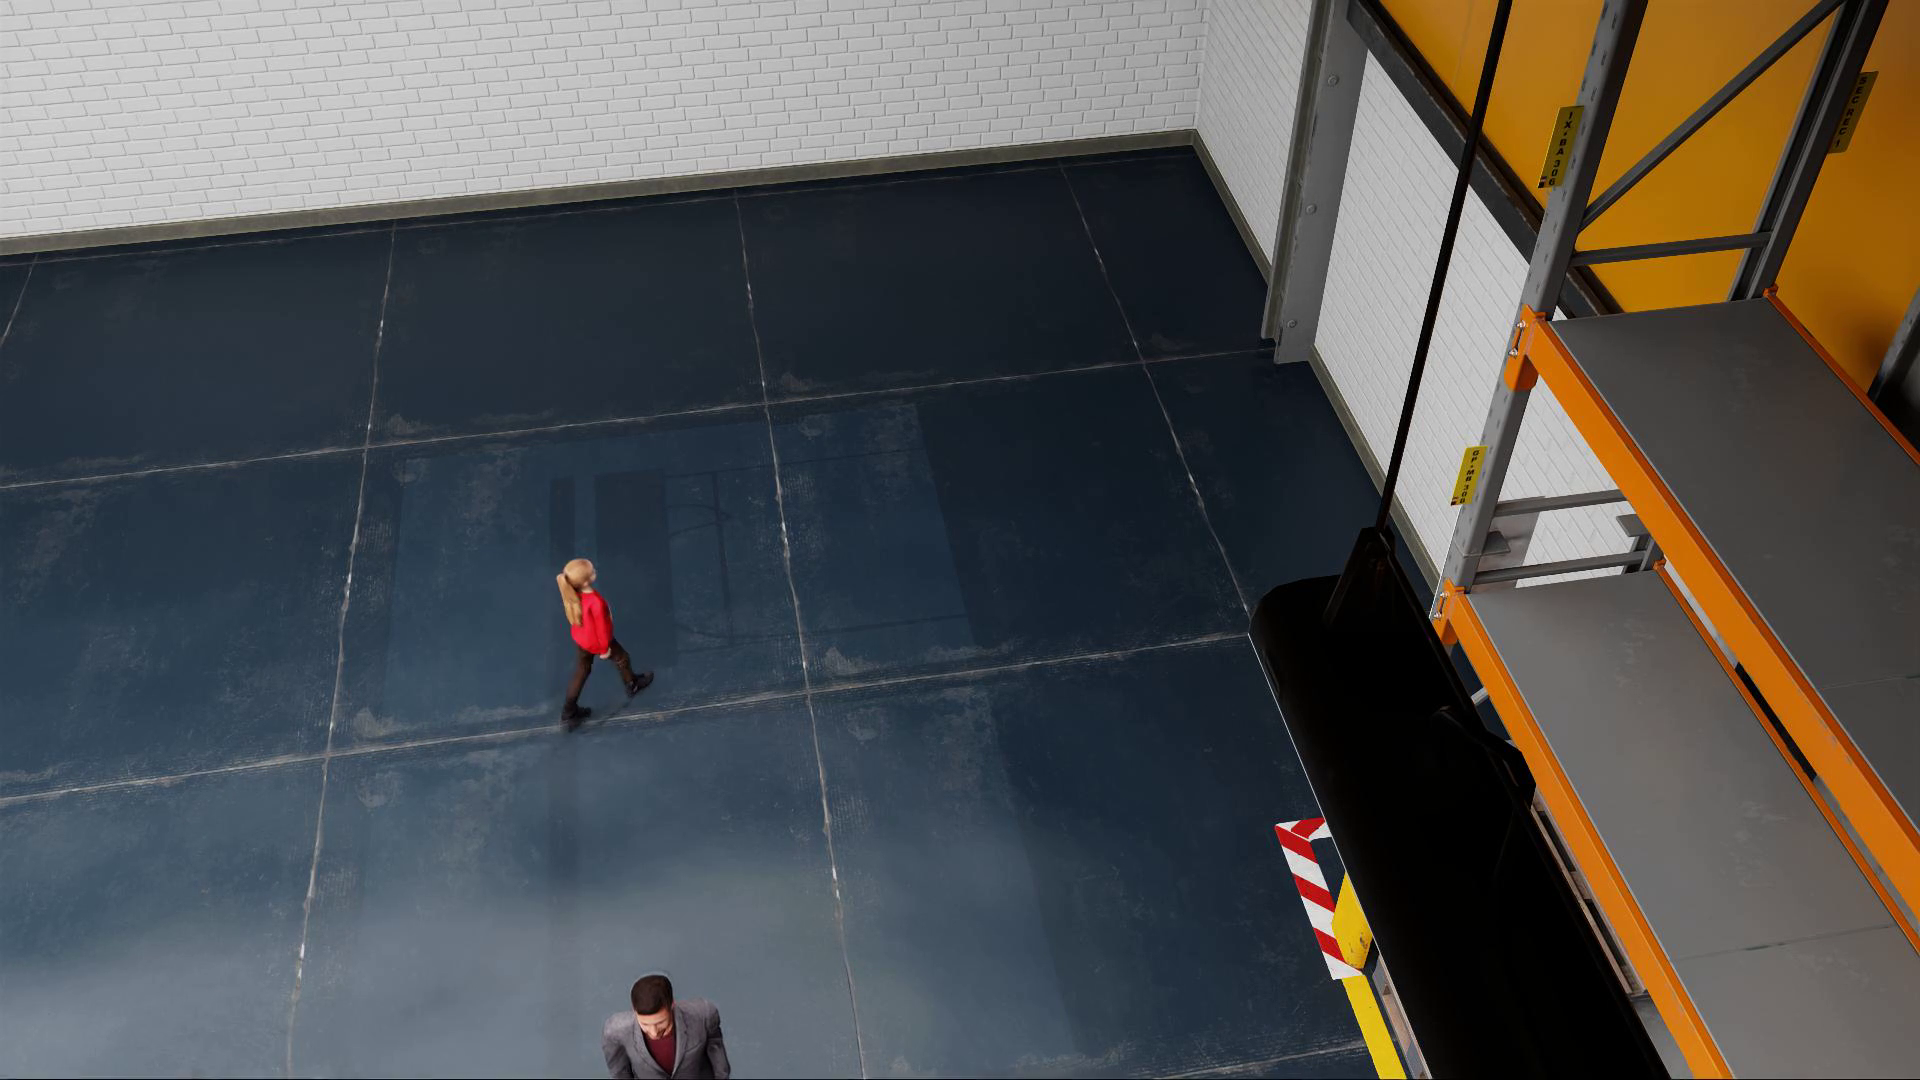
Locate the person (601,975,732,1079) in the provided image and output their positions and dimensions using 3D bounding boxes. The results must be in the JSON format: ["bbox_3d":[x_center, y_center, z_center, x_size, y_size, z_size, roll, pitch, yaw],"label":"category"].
[{"bbox_3d":[-1.317,2.555,7.697,0.713,1.872,0.613,-11,45,-12],"label":"person"}]

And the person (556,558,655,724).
[{"bbox_3d":[-2.289,0.627,10.163,0.890,1.261,0.892,32,52,29],"label":"person"}]
